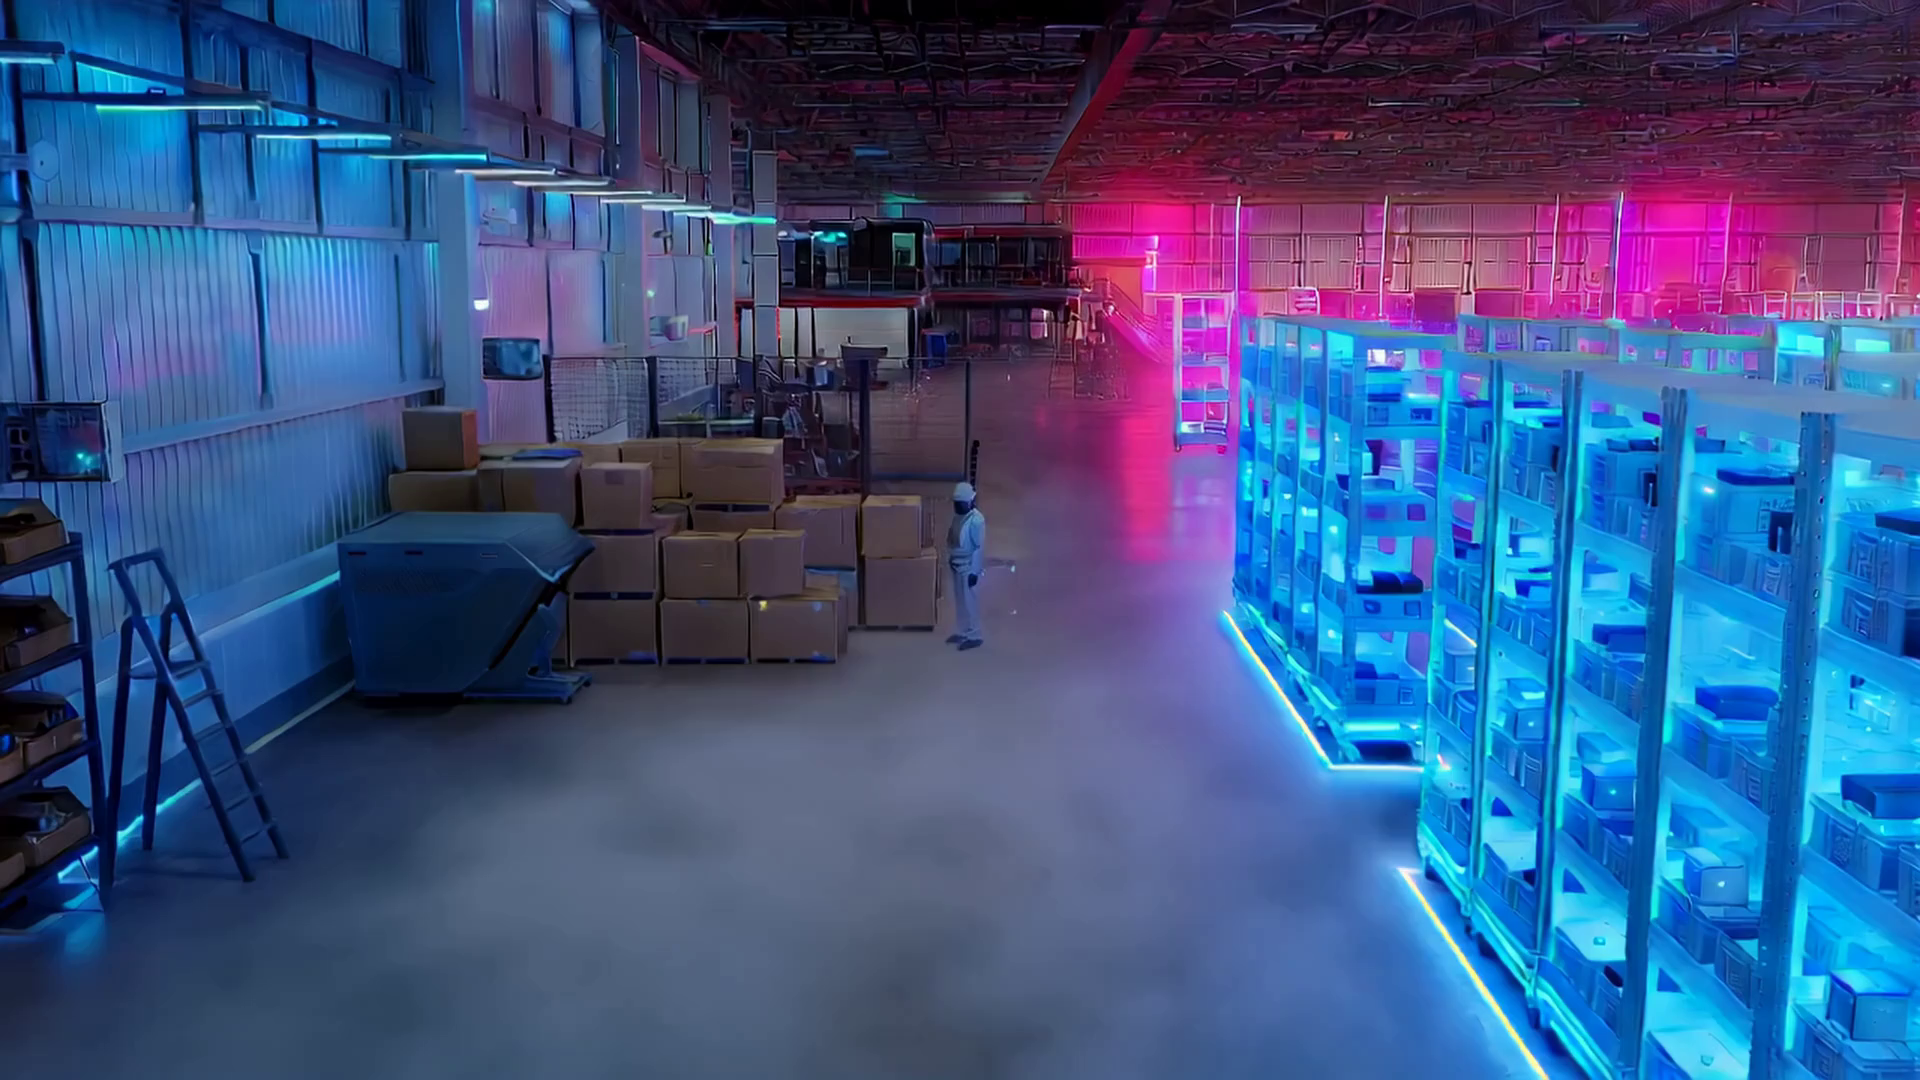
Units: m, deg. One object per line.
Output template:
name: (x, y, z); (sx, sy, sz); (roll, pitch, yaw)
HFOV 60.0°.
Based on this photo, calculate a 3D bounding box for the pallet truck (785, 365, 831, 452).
pallet truck: (-3.774, -2.976, 37.635); (1.885, 1.965, 0.823); (1, 9, 5)

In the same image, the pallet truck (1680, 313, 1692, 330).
pallet truck: (36.315, -10.531, 84.244); (0.823, 1.965, 1.885); (-6, 11, -33)

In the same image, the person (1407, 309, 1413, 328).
person: (25.639, -12.205, 94.816); (0.395, 1.920, 0.584); (5, 11, 29)

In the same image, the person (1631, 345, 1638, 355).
person: (24.315, -6.517, 59.346); (0.553, 2.000, 0.837); (-3, 10, -18)

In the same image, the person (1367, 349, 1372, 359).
person: (13.849, -5.841, 56.041); (0.551, 1.745, 0.555); (7, 12, 37)

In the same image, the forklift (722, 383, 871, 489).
forklift: (-2.893, -1.687, 28.729); (2.680, 1.987, 1.157); (0, 9, -1)

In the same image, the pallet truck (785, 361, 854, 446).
pallet truck: (-3.410, -3.193, 38.978); (1.885, 1.965, 0.823); (0, 9, -1)

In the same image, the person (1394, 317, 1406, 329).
person: (21.025, -9.732, 79.601); (0.602, 1.899, 0.536); (5, 11, 29)

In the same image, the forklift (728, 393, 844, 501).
forklift: (-2.979, -1.316, 26.476); (2.680, 1.987, 1.157); (0, 9, 1)

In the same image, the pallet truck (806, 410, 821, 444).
pallet truck: (-3.559, -2.018, 33.905); (1.522, 1.261, 0.704); (0, 9, -1)

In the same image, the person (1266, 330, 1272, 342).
person: (11.566, -7.027, 63.112); (0.959, 1.833, 0.581); (3, 10, 16)

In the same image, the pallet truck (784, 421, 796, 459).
pallet truck: (-4.013, -1.793, 32.705); (1.601, 1.201, 0.680); (0, 9, 1)

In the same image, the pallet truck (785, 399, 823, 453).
pallet truck: (-3.814, -2.432, 36.419); (1.630, 1.274, 0.653); (0, 9, 1)

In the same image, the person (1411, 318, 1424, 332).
person: (22.231, -9.923, 81.054); (0.692, 1.811, 0.491); (4, 10, 22)

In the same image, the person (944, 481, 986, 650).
person: (0.051, 0.277, 18.112); (0.404, 1.838, 0.598); (-5, 10, -27)

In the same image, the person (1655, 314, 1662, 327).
person: (38.234, -11.480, 90.879); (0.813, 1.733, 0.545); (5, 11, 29)

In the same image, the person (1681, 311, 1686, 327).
person: (37.861, -10.987, 87.060); (0.393, 1.995, 0.612); (4, 10, 22)

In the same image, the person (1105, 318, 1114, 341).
person: (8.490, -12.127, 94.281); (0.547, 1.934, 0.376); (4, 10, 25)

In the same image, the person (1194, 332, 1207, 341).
person: (14.141, -12.625, 97.492); (0.854, 1.889, 0.696); (1, 9, 4)

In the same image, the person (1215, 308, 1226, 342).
person: (15.039, -12.431, 96.016); (0.609, 1.968, 0.811); (-4, 10, -25)

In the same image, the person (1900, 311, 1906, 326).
person: (52.599, -11.841, 92.804); (0.946, 1.843, 0.584); (-6, 11, -31)
